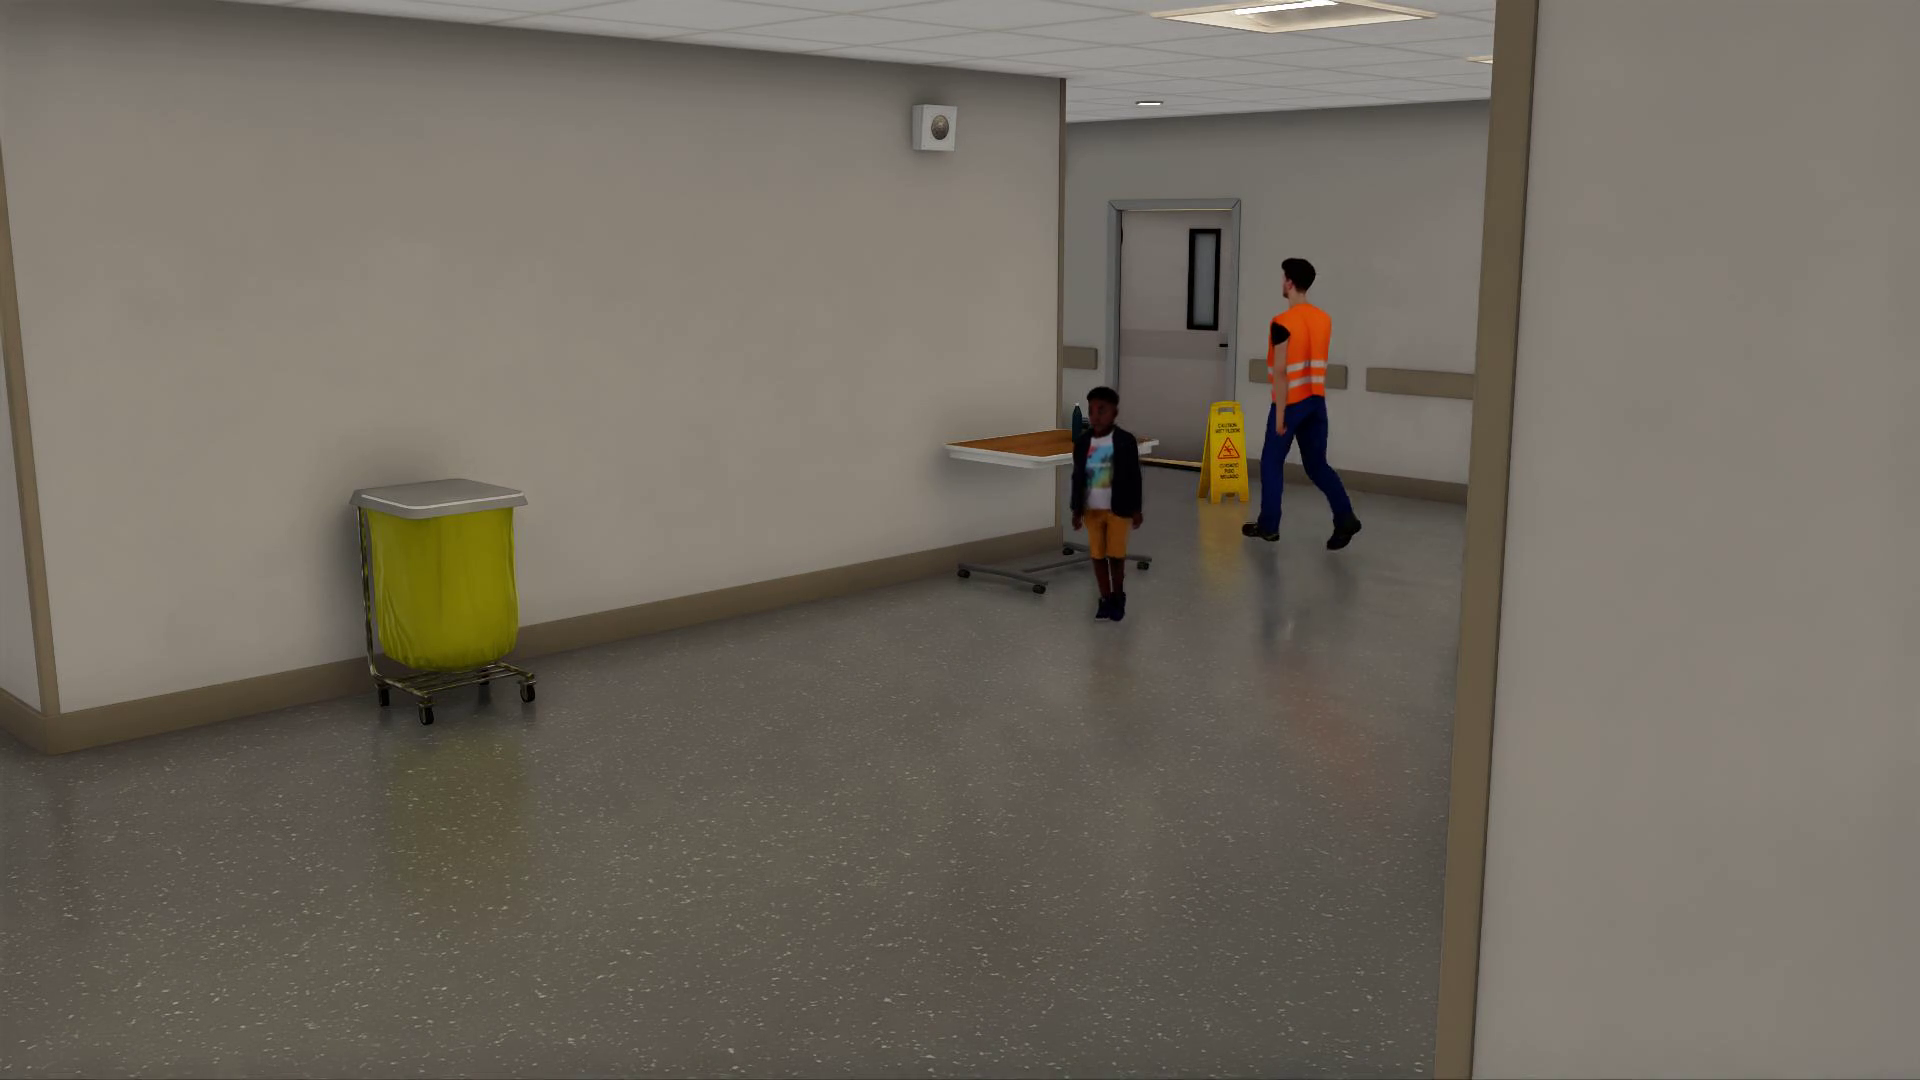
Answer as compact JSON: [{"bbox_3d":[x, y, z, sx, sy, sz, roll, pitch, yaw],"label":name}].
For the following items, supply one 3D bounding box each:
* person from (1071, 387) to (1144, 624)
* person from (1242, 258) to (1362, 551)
[{"bbox_3d":[0.802,-0.198,8.892,0.569,1.259,0.668,4,11,19],"label":"person"},{"bbox_3d":[2.250,-0.843,10.693,0.853,1.854,1.248,-7,13,-31],"label":"person"}]
